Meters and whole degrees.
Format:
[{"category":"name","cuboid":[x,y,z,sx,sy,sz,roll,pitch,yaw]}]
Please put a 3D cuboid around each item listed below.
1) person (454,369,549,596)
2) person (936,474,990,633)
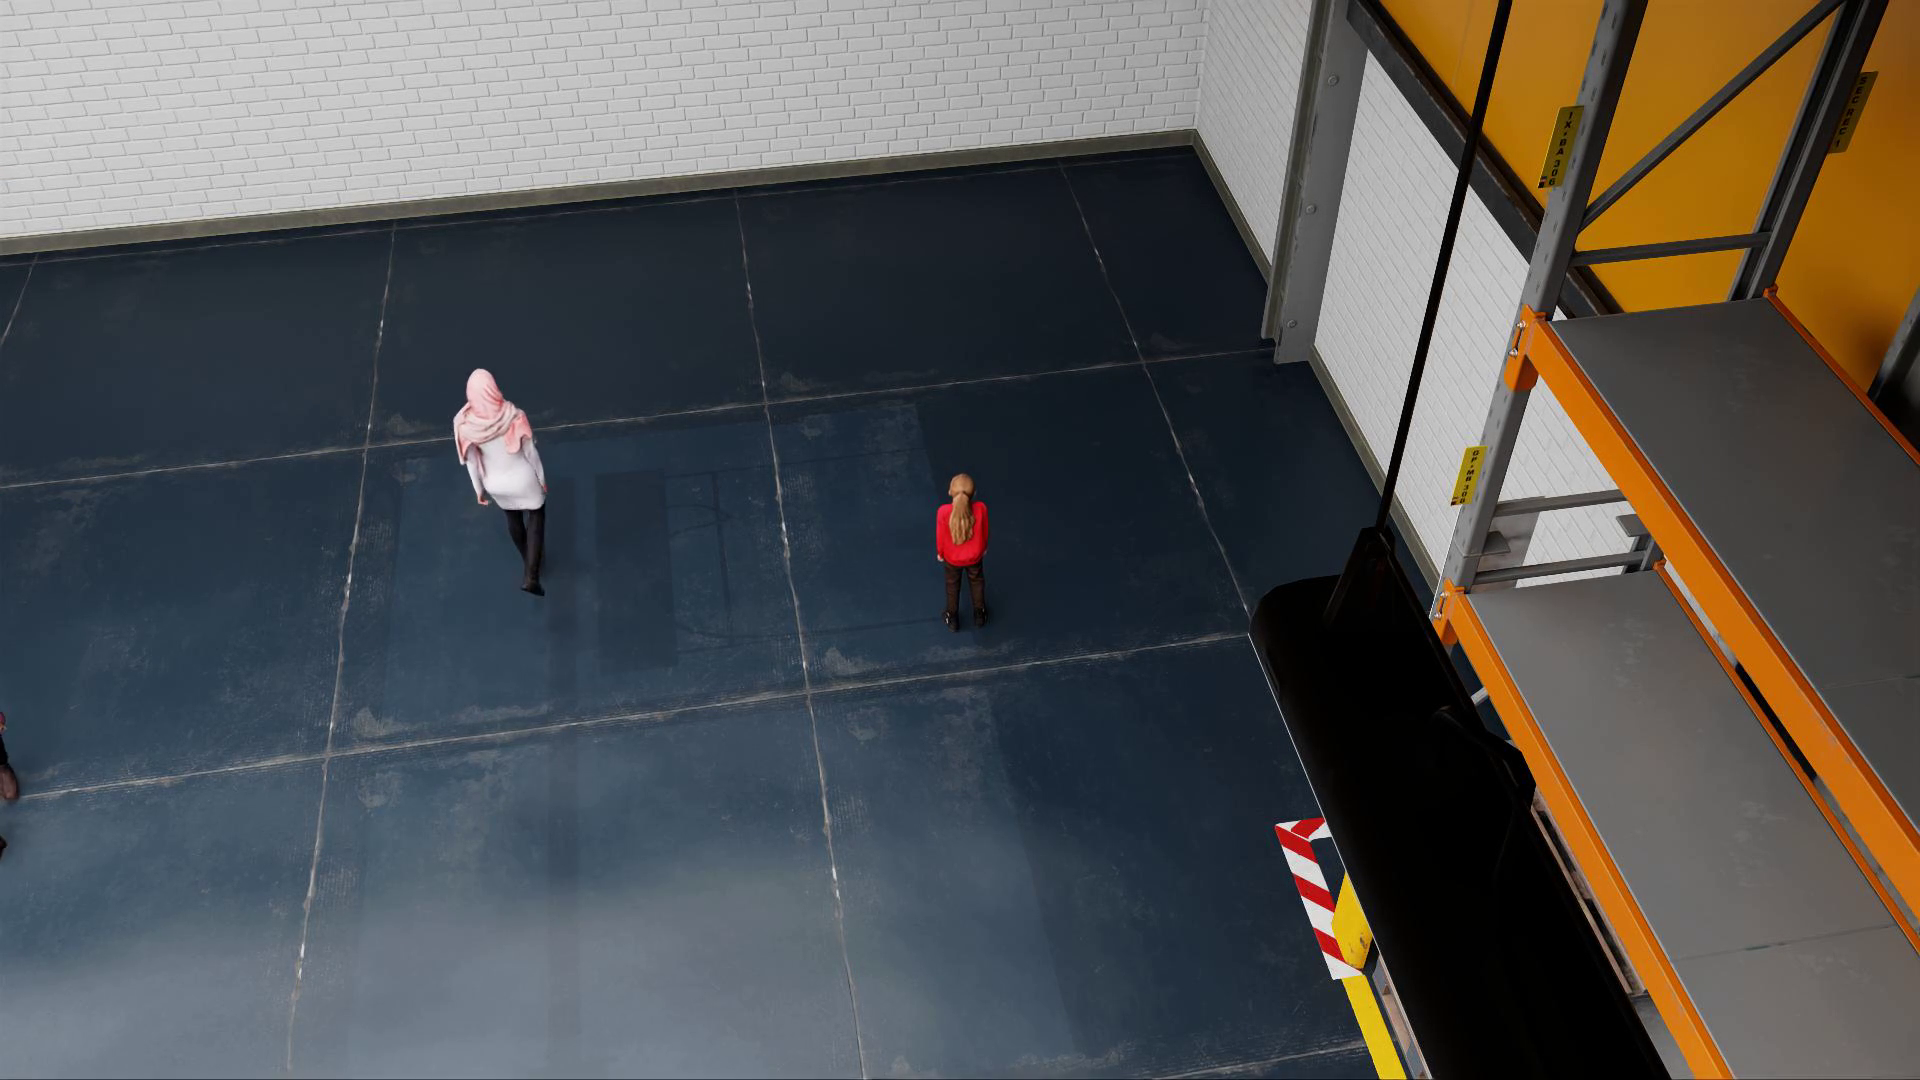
[{"category":"person","cuboid":[-2.909,-0.324,10.777,0.662,1.792,0.917,-4,44,-5]},{"category":"person","cuboid":[0.018,0.078,10.725,0.491,1.281,0.483,-6,44,-6]}]
